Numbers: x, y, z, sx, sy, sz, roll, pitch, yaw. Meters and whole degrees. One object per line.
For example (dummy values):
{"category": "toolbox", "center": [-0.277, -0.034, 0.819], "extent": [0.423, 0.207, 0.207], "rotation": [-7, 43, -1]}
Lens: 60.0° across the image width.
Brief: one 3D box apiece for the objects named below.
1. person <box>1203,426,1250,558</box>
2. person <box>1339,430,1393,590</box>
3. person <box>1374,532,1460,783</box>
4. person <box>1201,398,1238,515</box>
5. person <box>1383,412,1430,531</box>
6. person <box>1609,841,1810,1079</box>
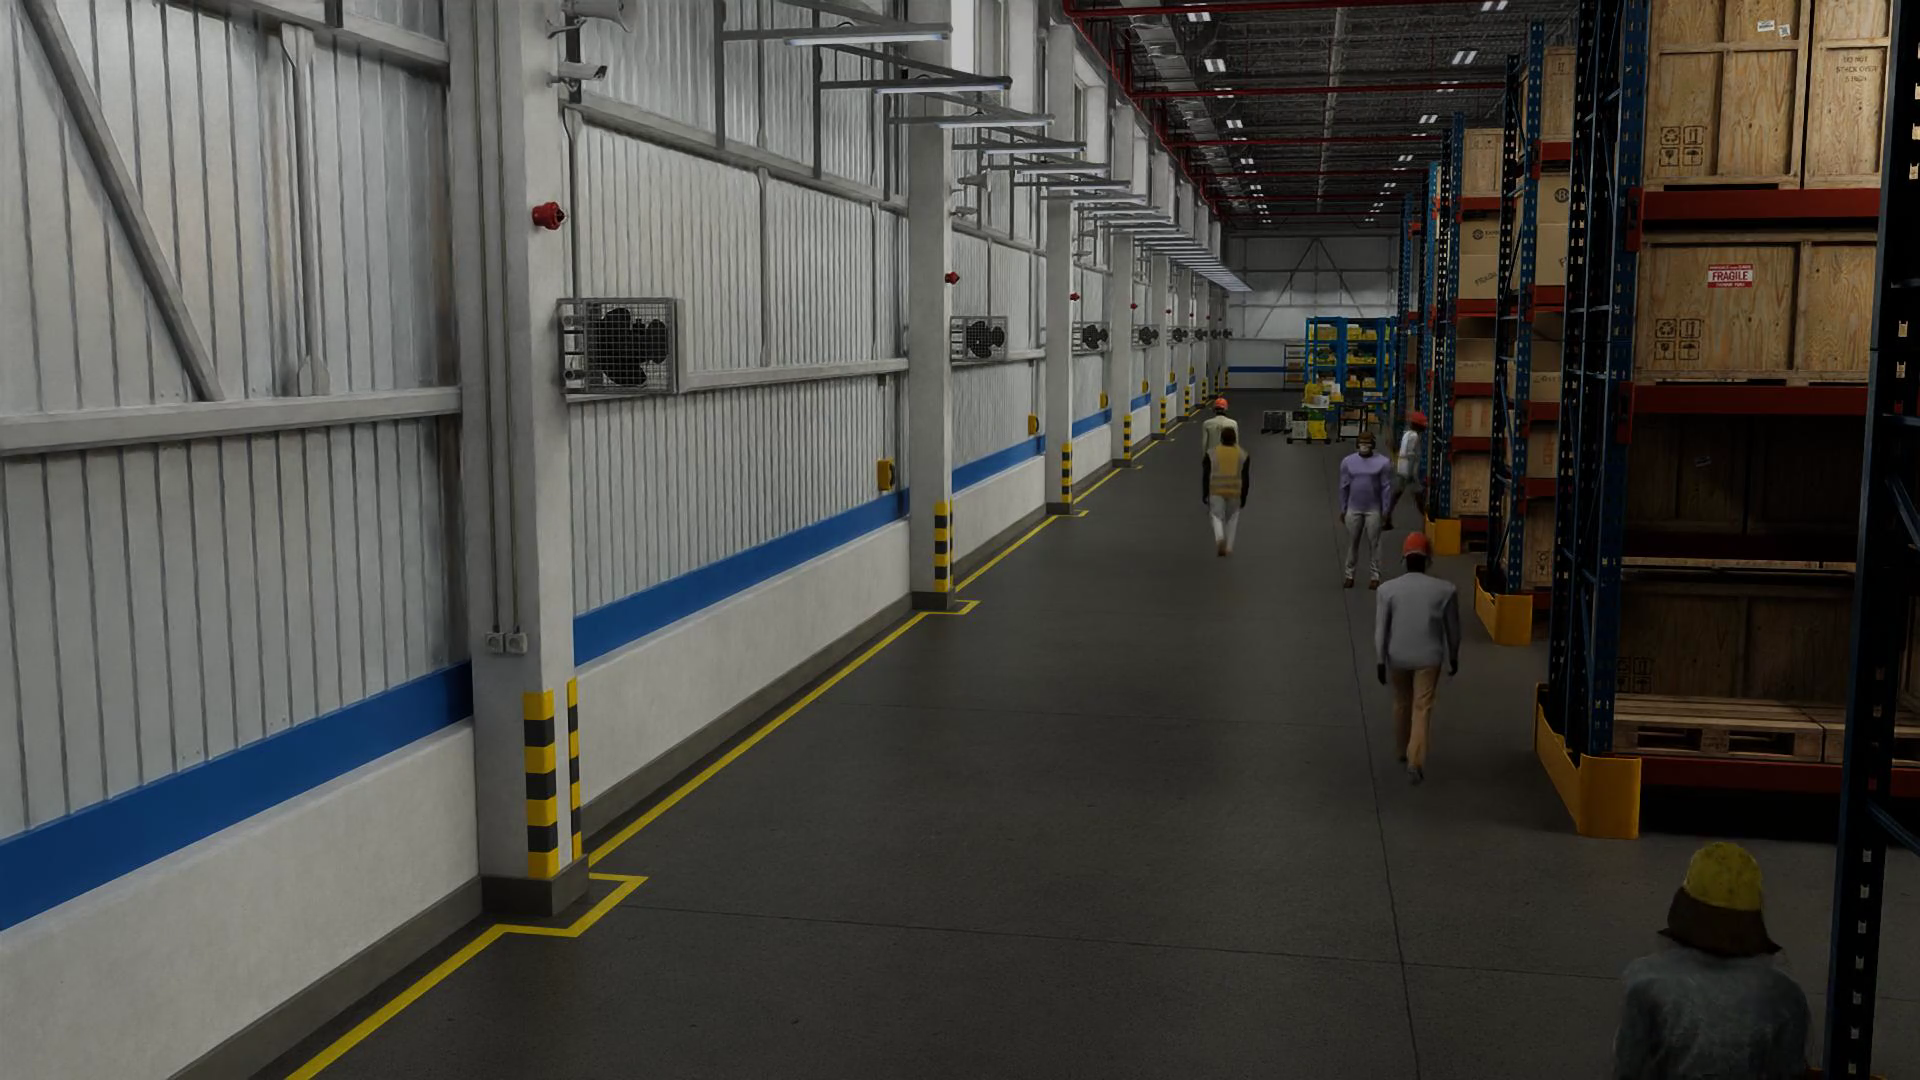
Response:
{"category": "person", "center": [3.634, -0.639, 22.682], "extent": [0.637, 1.831, 0.566], "rotation": [0, 7, 1]}
{"category": "person", "center": [4.885, -0.359, 20.067], "extent": [0.624, 1.931, 0.368], "rotation": [3, 8, 25]}
{"category": "person", "center": [3.179, 0.803, 11.604], "extent": [0.561, 1.714, 0.879], "rotation": [3, 8, 24]}
{"category": "person", "center": [4.391, -1.397, 28.104], "extent": [0.616, 1.989, 0.394], "rotation": [1, 7, 10]}
{"category": "person", "center": [7.061, -1.060, 25.888], "extent": [0.983, 1.864, 0.623], "rotation": [-1, 7, -6]}
{"category": "person", "center": [2.038, 1.685, 4.507], "extent": [0.487, 1.717, 0.762], "rotation": [1, 7, 6]}
